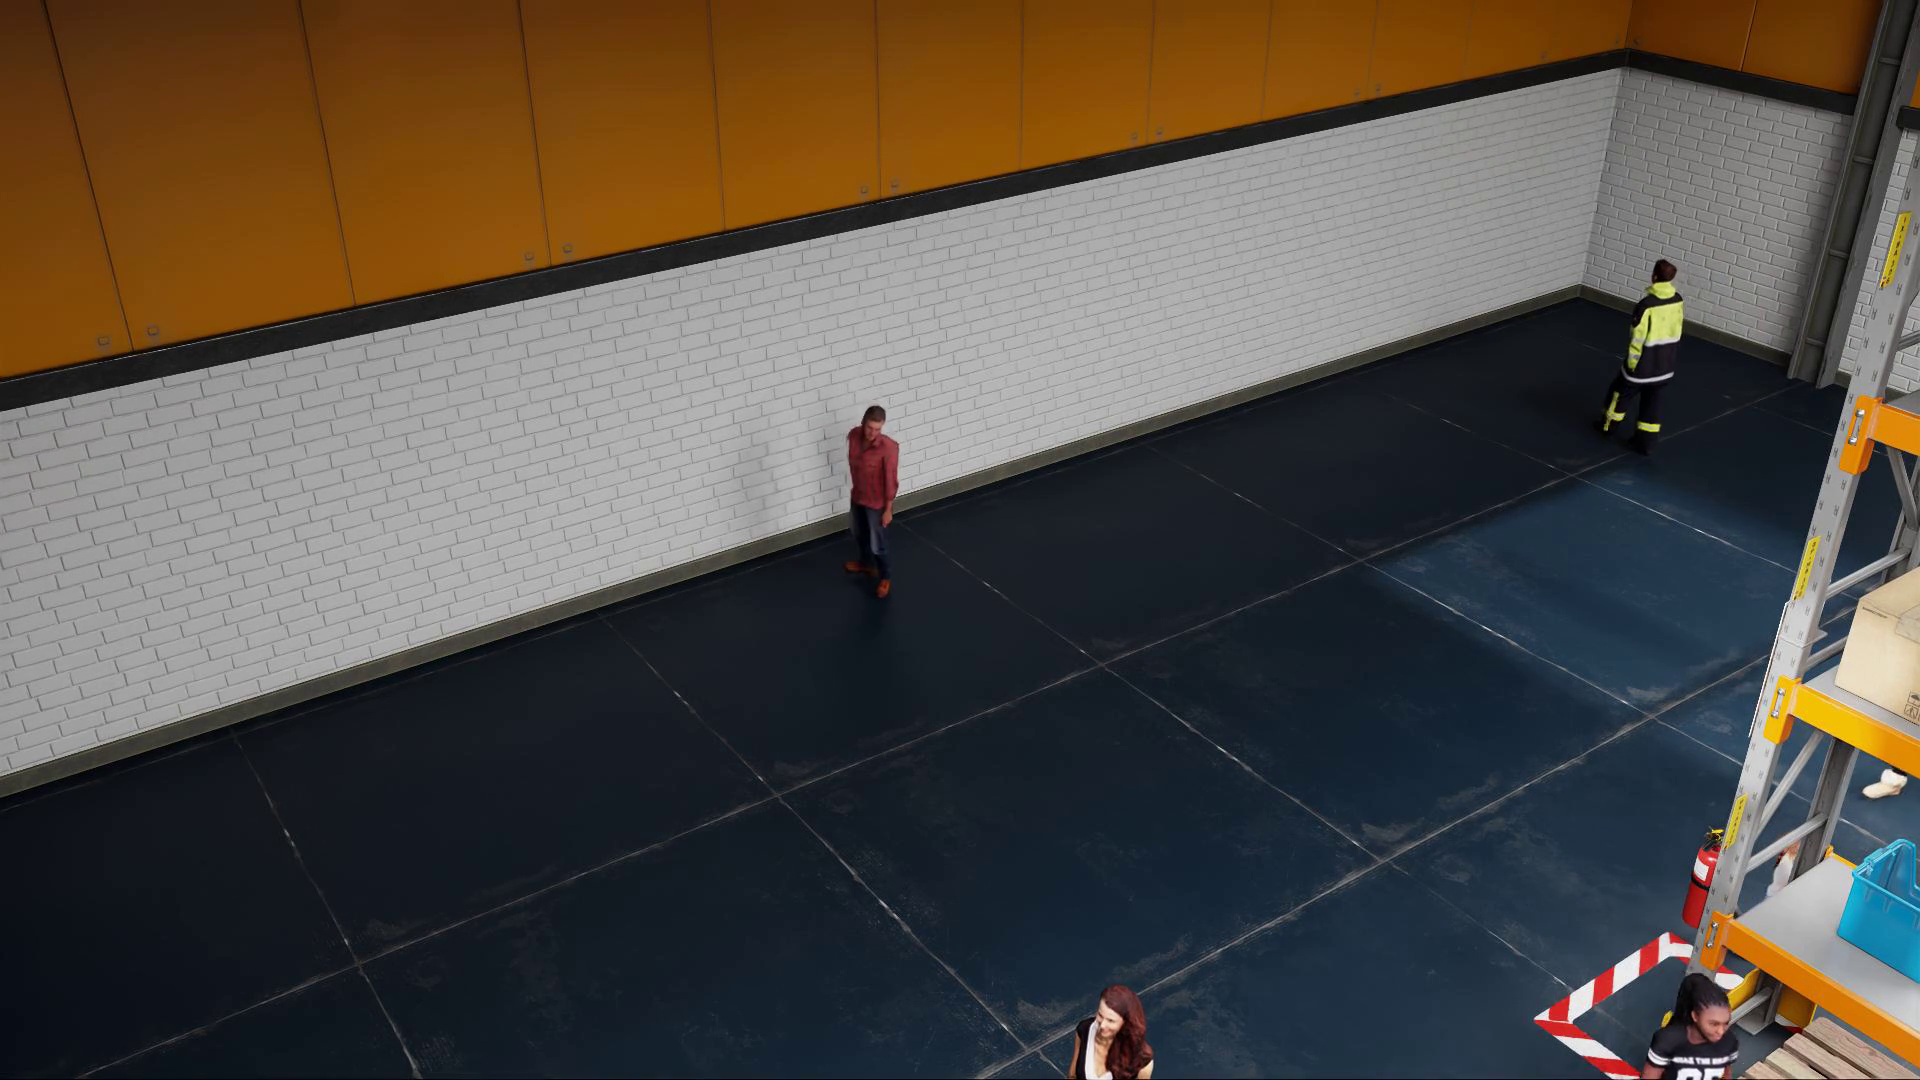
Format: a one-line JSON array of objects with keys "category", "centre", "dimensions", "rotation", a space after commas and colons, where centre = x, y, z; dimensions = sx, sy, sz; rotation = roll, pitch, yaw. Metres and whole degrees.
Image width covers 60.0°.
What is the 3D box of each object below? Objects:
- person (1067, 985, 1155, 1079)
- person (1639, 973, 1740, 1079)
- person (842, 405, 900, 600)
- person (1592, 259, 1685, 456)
[{"category": "person", "centre": [0.715, 2.876, 8.133], "dimensions": [0.547, 1.793, 0.700], "rotation": [17, 33, 29]}, {"category": "person", "centre": [3.498, 2.834, 8.282], "dimensions": [0.723, 1.724, 0.755], "rotation": [-5, 29, -9]}, {"category": "person", "centre": [-0.743, -0.372, 14.083], "dimensions": [1.002, 1.796, 0.689], "rotation": [-19, 34, -31]}, {"category": "person", "centre": [6.903, -1.779, 16.499], "dimensions": [0.934, 1.953, 1.076], "rotation": [-9, 30, -15]}]
